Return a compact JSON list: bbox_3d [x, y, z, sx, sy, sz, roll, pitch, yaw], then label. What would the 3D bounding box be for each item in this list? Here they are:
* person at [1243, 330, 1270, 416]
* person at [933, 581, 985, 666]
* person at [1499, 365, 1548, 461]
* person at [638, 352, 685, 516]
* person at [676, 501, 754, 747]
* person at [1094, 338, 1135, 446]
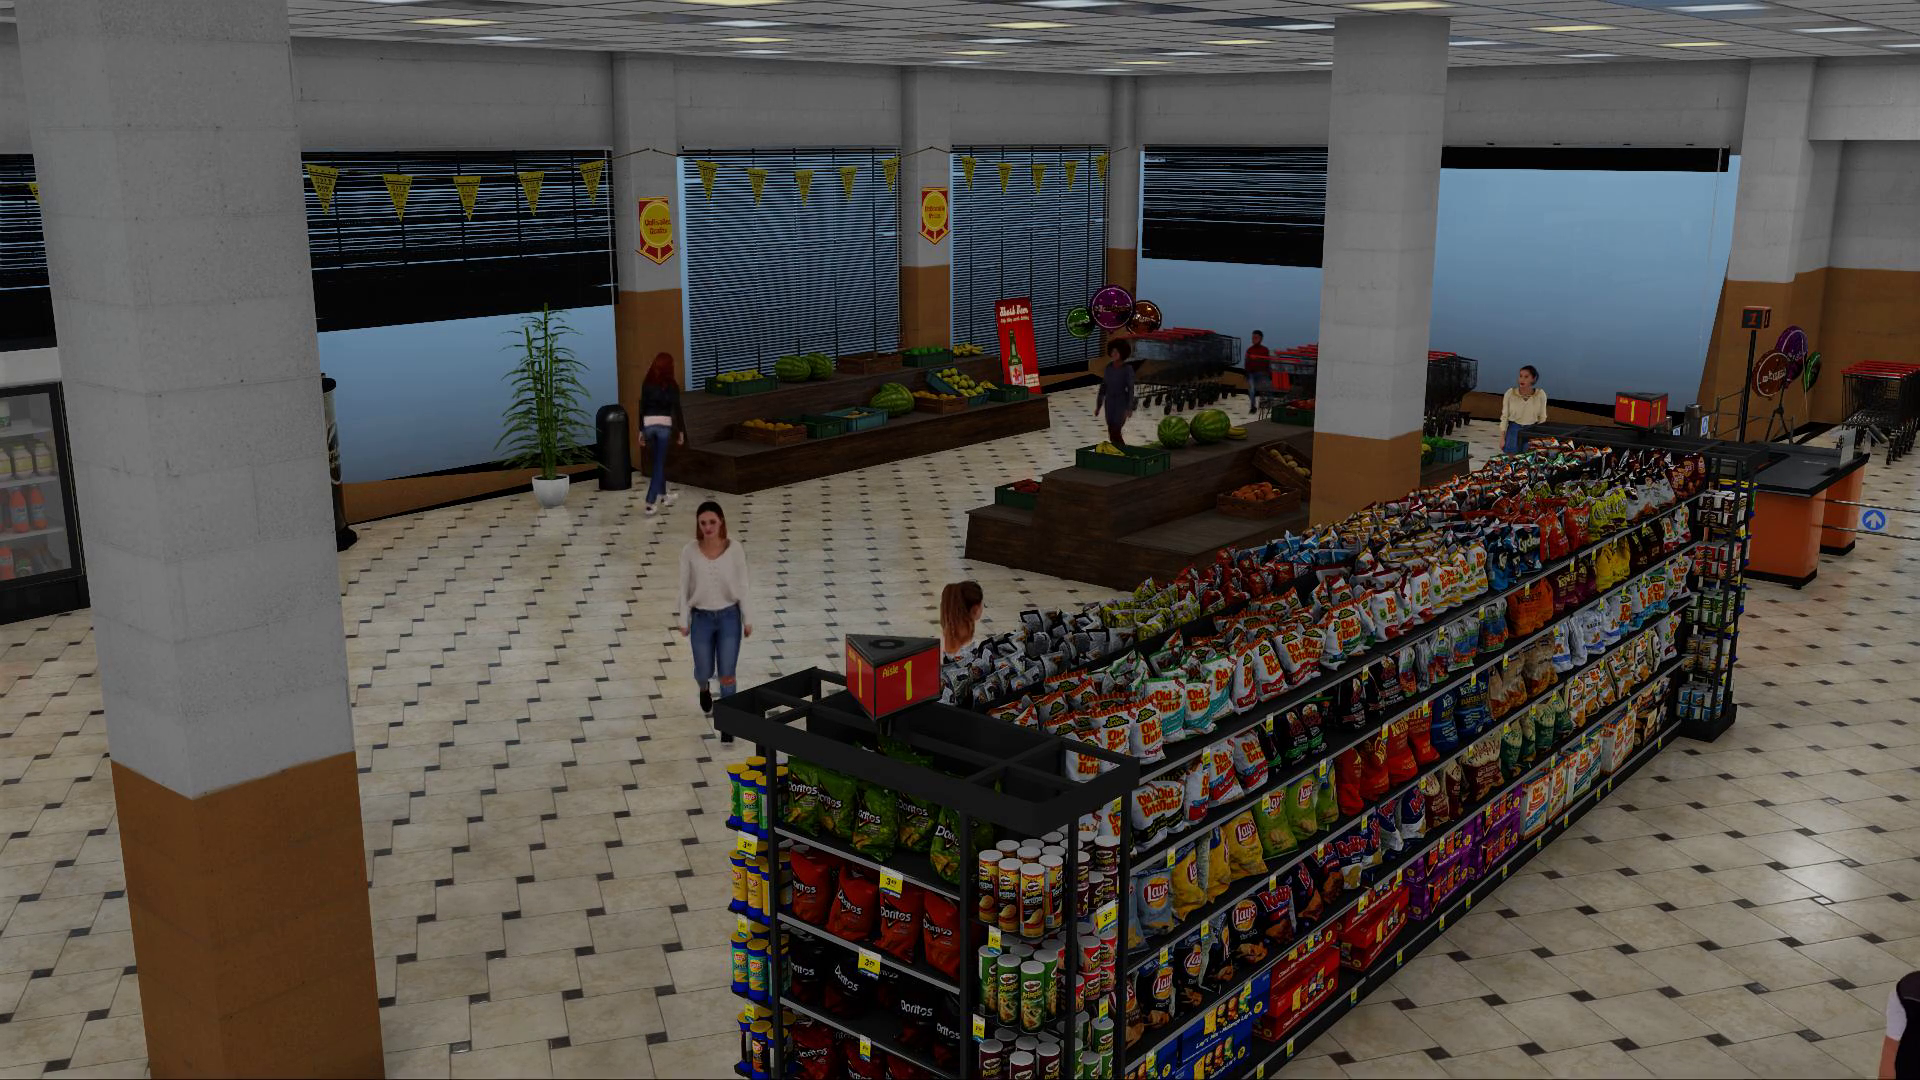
[{"bbox_3d":[4.437,-2.504,24.794,0.567,1.251,0.555,6,15,24],"label":"person"},{"bbox_3d":[-0.022,1.082,9.040,0.662,1.708,0.903,9,16,32],"label":"person"},{"bbox_3d":[6.170,-1.114,18.256,0.707,1.630,0.669,4,14,17],"label":"person"},{"bbox_3d":[-3.318,-1.127,18.063,0.860,1.746,1.038,1,14,4],"label":"person"},{"bbox_3d":[-1.674,0.544,11.332,0.949,1.672,0.995,-3,14,-11],"label":"person"},{"bbox_3d":[1.954,-1.584,20.049,0.640,1.700,0.644,-11,17,-37],"label":"person"}]
